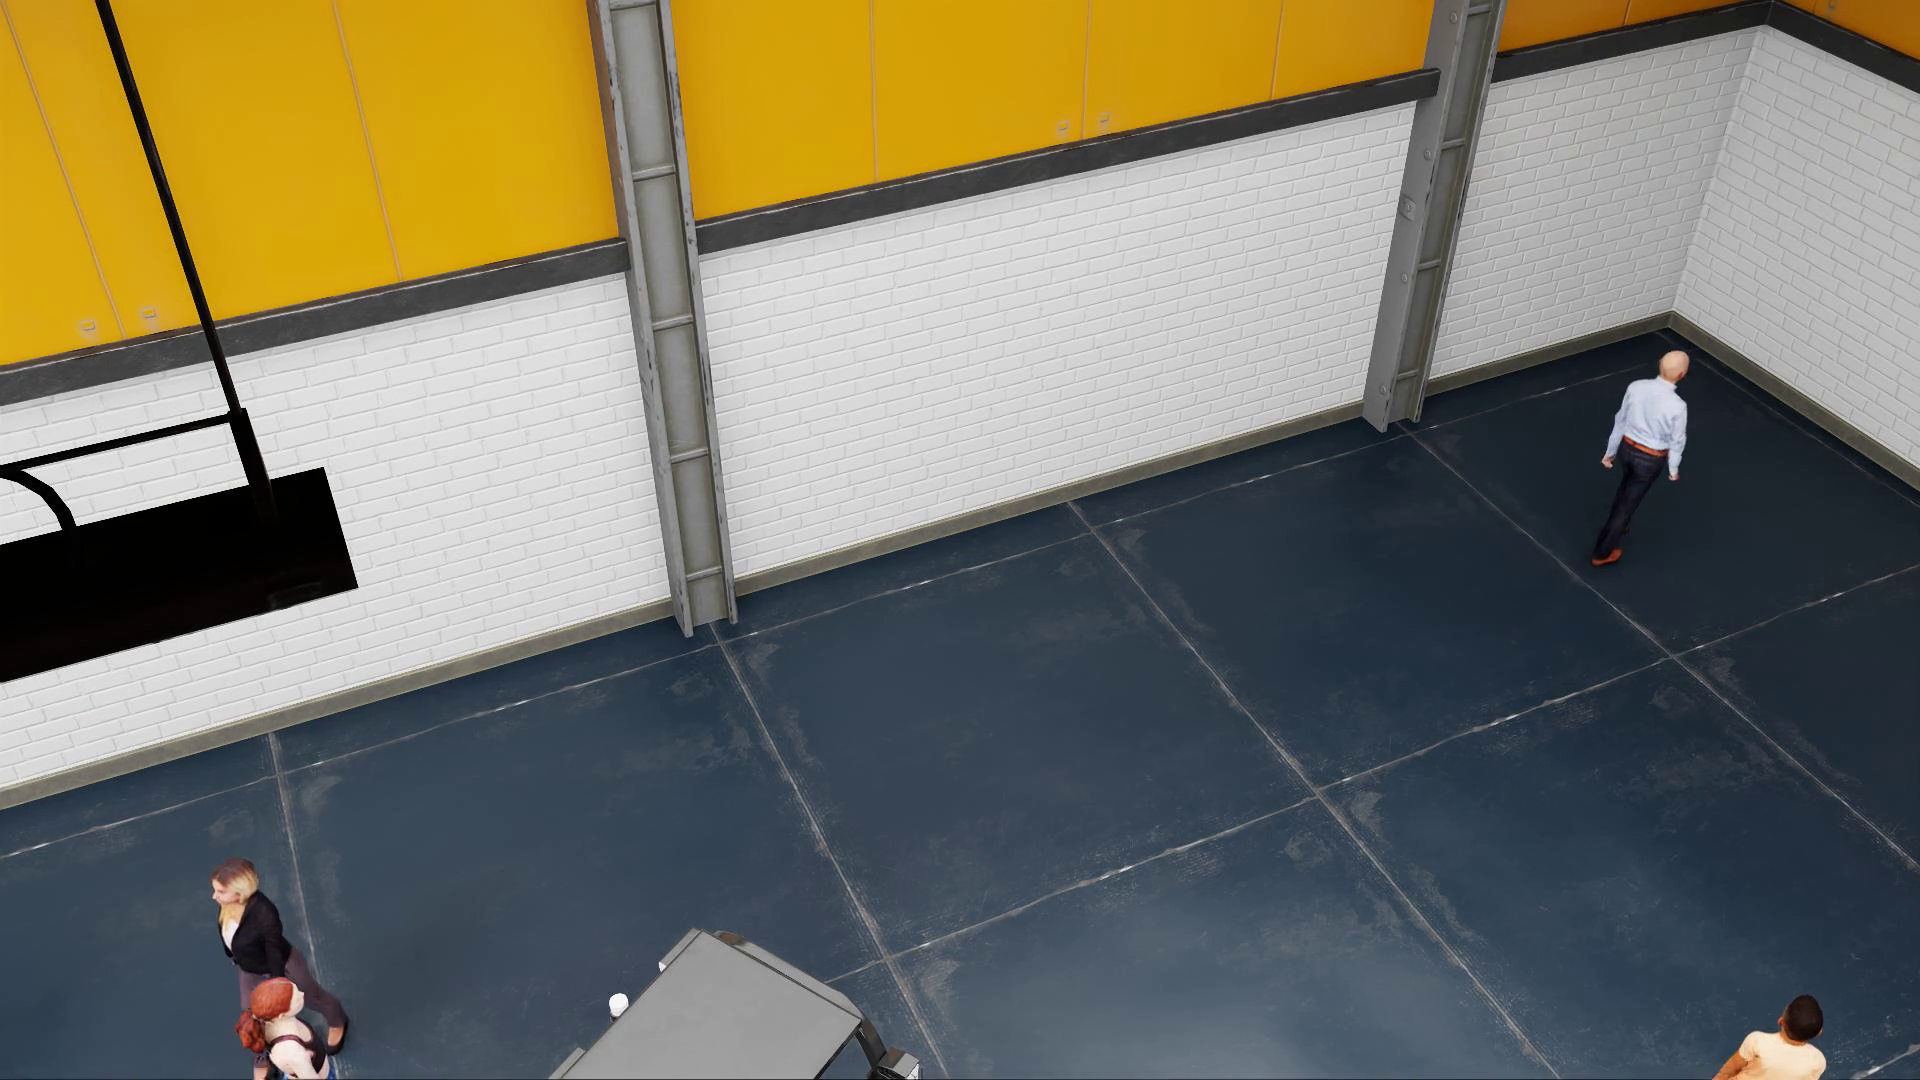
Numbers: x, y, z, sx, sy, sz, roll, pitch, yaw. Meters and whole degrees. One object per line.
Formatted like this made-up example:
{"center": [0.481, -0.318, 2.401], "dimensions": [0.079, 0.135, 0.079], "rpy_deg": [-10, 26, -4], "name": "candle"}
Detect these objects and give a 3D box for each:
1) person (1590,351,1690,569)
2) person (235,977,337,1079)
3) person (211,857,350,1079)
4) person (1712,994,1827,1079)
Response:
{"center": [4.817, -0.537, 11.916], "dimensions": [0.853, 1.770, 0.698], "rpy_deg": [-21, 43, -24], "name": "person"}
{"center": [-3.057, 2.665, 7.895], "dimensions": [0.649, 1.784, 0.643], "rpy_deg": [-30, 48, -32], "name": "person"}
{"center": [-3.466, 2.174, 8.619], "dimensions": [0.863, 1.647, 0.979], "rpy_deg": [20, 43, 23], "name": "person"}
{"center": [3.861, 2.761, 8.050], "dimensions": [0.953, 1.441, 0.972], "rpy_deg": [9, 39, 11], "name": "person"}
